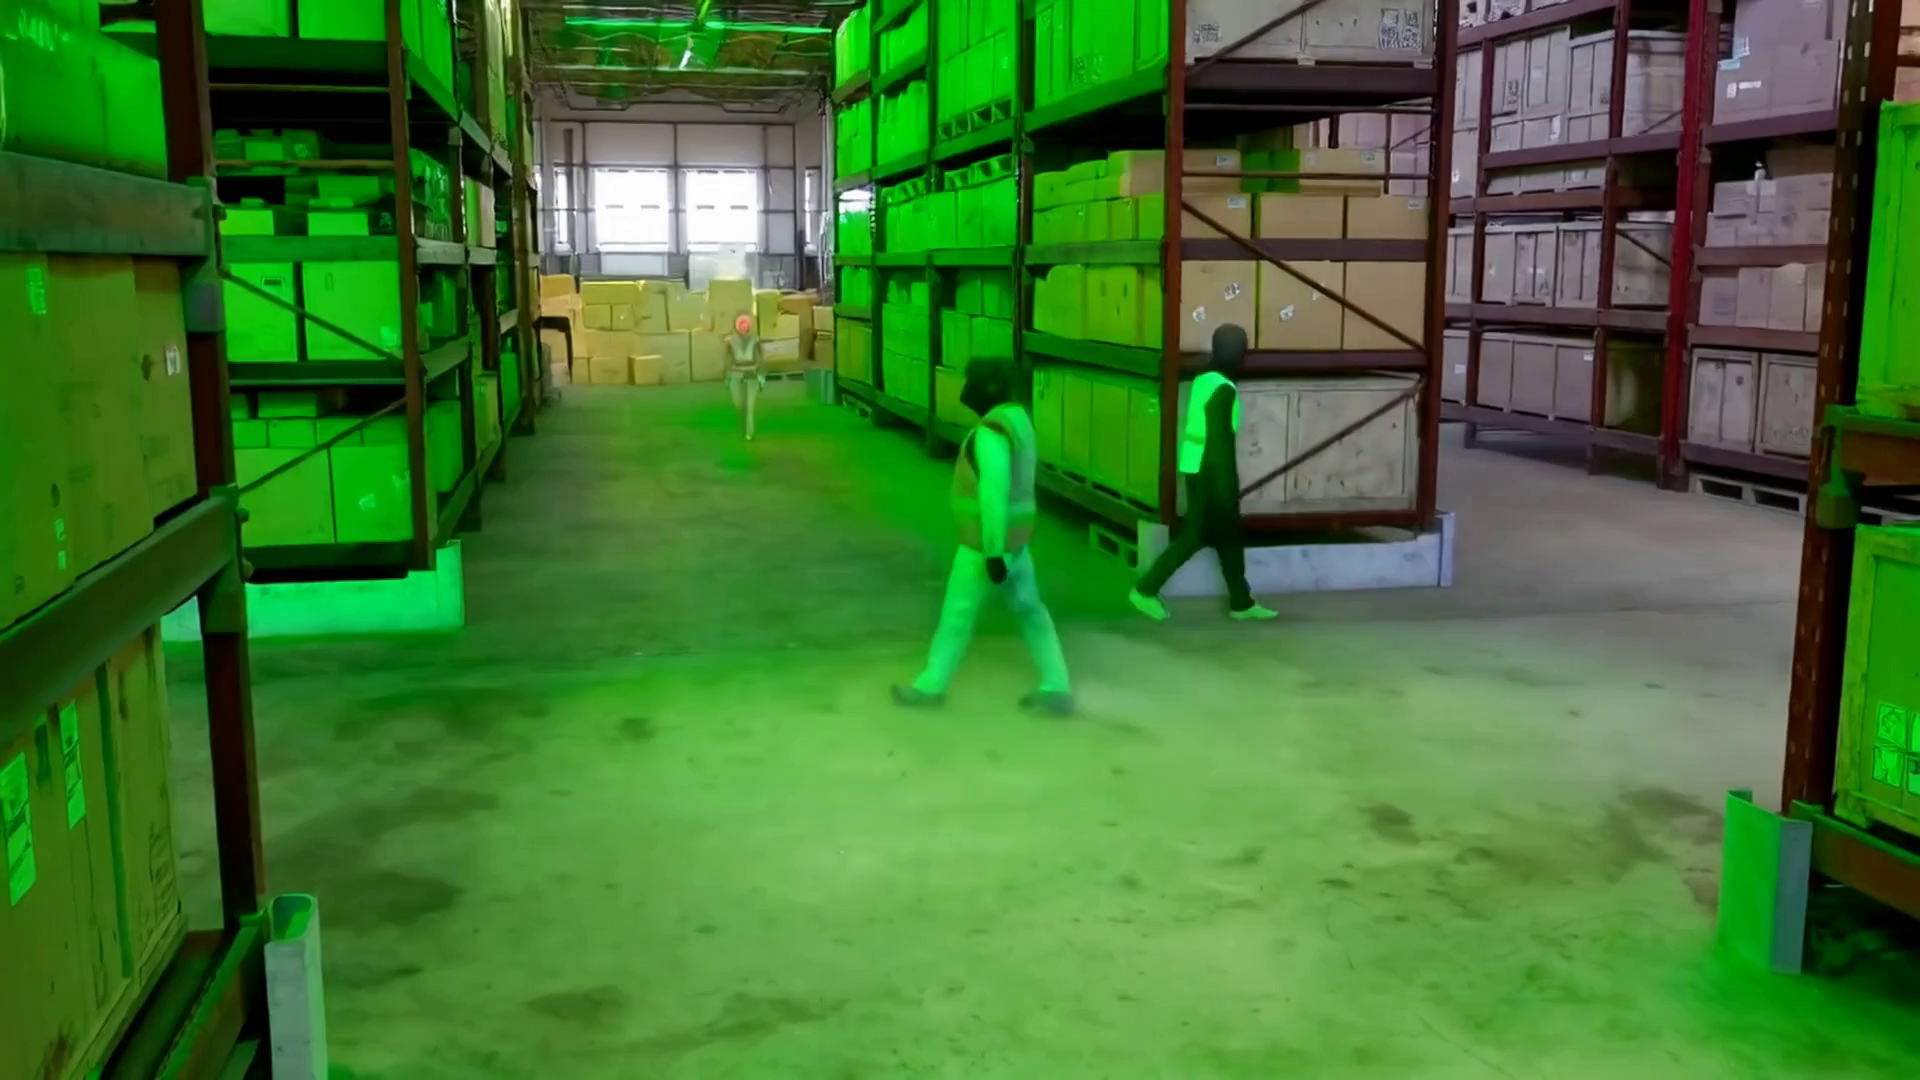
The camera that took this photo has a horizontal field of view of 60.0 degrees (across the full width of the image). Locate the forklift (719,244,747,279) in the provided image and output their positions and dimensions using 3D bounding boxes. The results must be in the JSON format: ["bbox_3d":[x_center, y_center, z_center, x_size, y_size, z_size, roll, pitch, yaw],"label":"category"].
[{"bbox_3d":[-6.140,-6.632,45.249,1.873,2.768,1.129,-7,12,-37],"label":"forklift"}]

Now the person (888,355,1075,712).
[{"bbox_3d":[0.144,-0.017,8.255,0.959,1.793,0.641,3,10,17],"label":"person"}]

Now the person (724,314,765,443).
[{"bbox_3d":[-2.724,-2.042,21.072,0.516,1.628,0.383,-1,9,-6],"label":"person"}]

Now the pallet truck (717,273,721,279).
[{"bbox_3d":[-8.580,-8.986,62.280,1.885,1.965,0.823,1,9,5],"label":"pallet truck"}]

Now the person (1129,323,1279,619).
[{"bbox_3d":[1.524,-0.413,10.414,0.929,1.882,0.604,0,9,1],"label":"person"}]
